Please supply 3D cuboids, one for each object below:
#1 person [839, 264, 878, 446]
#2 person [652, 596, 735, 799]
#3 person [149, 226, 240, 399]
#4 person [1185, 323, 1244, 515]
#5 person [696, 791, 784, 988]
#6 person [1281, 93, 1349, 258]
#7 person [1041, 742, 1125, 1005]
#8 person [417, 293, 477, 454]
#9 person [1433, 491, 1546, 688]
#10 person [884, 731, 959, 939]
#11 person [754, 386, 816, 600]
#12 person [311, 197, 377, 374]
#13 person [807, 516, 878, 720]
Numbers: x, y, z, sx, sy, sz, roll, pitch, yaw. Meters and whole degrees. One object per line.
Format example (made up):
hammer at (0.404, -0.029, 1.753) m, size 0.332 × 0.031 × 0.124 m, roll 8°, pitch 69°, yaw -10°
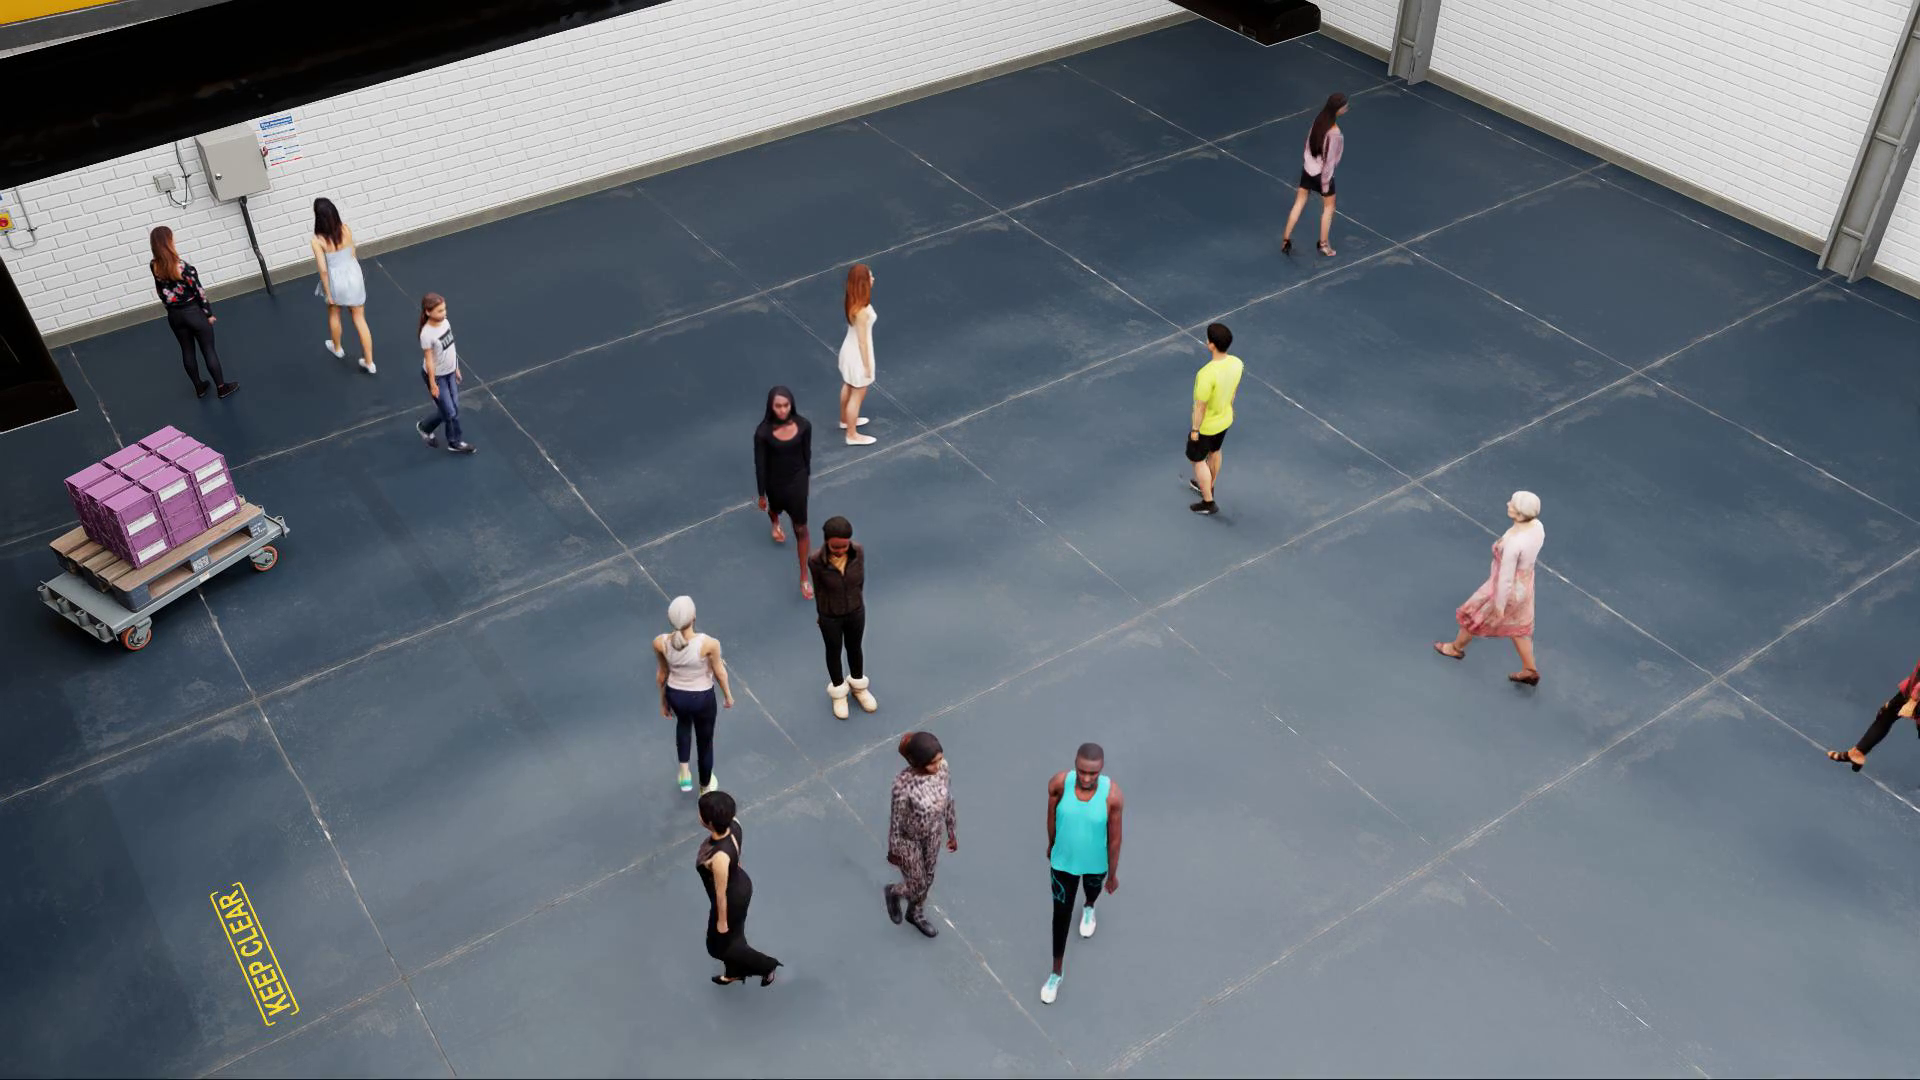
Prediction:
person at (-0.888, -1.600, 14.268) m, size 0.713 × 1.704 × 0.598 m, roll -9°, pitch 39°, yaw -11°
person at (-1.760, 1.125, 10.866) m, size 0.733 × 1.691 × 0.789 m, roll 5°, pitch 39°, yaw 6°
person at (-6.880, -2.017, 14.805) m, size 0.645 × 1.686 × 0.701 m, roll 6°, pitch 39°, yaw 7°
person at (2.072, -0.988, 13.492) m, size 0.656 × 1.716 × 0.730 m, roll -29°, pitch 47°, yaw -31°
person at (-1.274, 2.098, 9.732) m, size 0.830 × 1.586 × 0.773 m, roll -1°, pitch 39°, yaw -1°
person at (3.555, -3.651, 16.774) m, size 0.832 × 1.780 × 0.780 m, roll -19°, pitch 42°, yaw -22°
person at (0.754, 1.831, 9.920) m, size 1.079 × 1.769 × 1.112 m, roll 8°, pitch 39°, yaw 10°
person at (-4.483, -1.430, 14.179) m, size 0.838 × 1.549 × 0.766 m, roll 11°, pitch 40°, yaw 13°
person at (3.977, 0.369, 11.840) m, size 0.655 × 1.657 × 1.041 m, roll -30°, pitch 47°, yaw -32°
person at (-0.306, 1.748, 10.076) m, size 0.616 × 1.703 × 0.690 m, roll -25°, pitch 45°, yaw -28°
person at (-1.383, -0.471, 12.879) m, size 0.889 × 1.673 × 1.288 m, roll -11°, pitch 40°, yaw -14°
person at (-5.554, -2.293, 15.131) m, size 0.674 × 1.709 × 0.941 m, roll -31°, pitch 48°, yaw -33°
person at (-0.844, 0.488, 11.688) m, size 0.672 × 1.661 × 0.608 m, roll -23°, pitch 44°, yaw -26°
